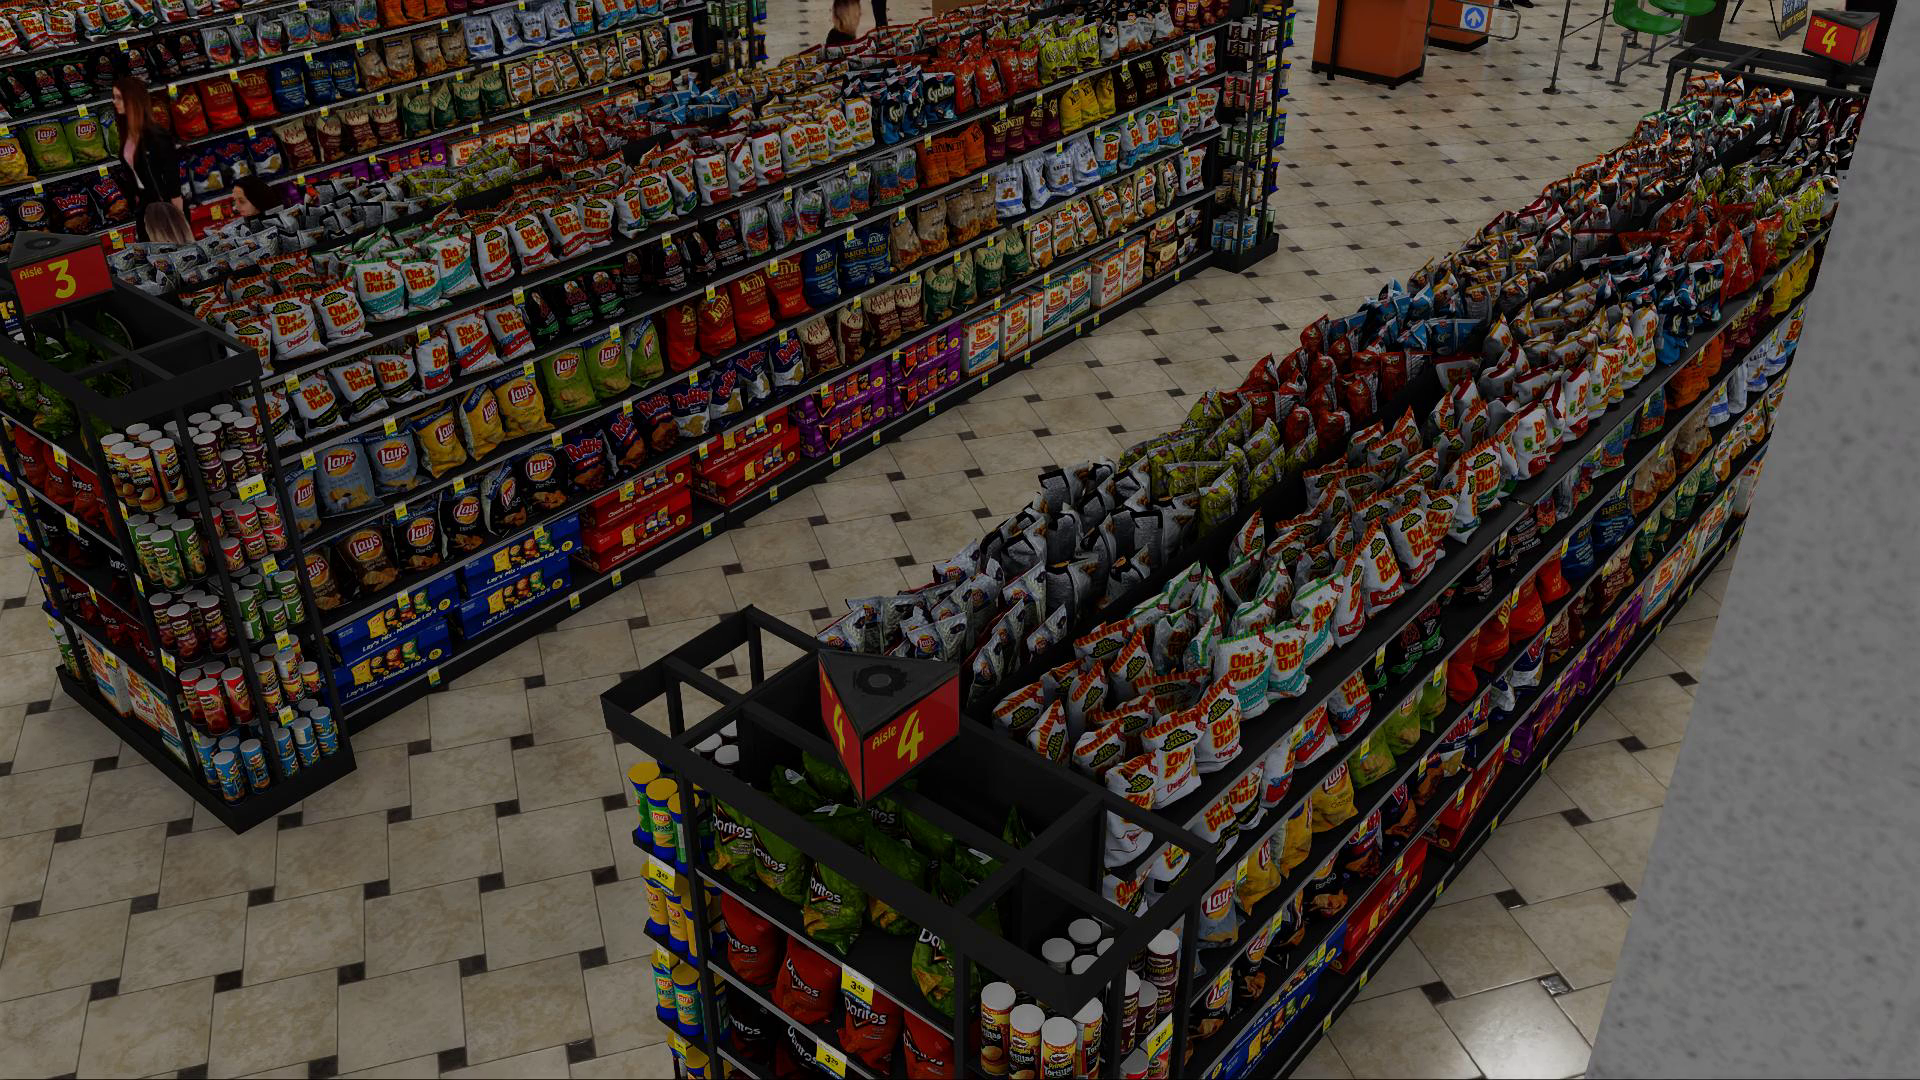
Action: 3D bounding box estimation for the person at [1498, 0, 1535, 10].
[{"bbox_3d":[6.021,-6.589,17.609,0.685,1.820,0.811,-11,34,-17],"label":"person"}]

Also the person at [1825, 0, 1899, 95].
[{"bbox_3d":[7.651,-4.266,13.871,0.873,1.825,0.908,8,33,13],"label":"person"}]

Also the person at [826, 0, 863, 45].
[{"bbox_3d":[-0.955,-3.119,12.193,0.826,1.651,0.748,-13,34,-20],"label":"person"}]

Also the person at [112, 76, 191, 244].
[{"bbox_3d":[-4.942,-2.102,10.511,0.617,1.700,0.714,23,39,32],"label":"person"}]

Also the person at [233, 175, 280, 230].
[{"bbox_3d":[-3.880,-1.419,9.639,0.681,1.462,0.853,16,35,23],"label":"person"}]
